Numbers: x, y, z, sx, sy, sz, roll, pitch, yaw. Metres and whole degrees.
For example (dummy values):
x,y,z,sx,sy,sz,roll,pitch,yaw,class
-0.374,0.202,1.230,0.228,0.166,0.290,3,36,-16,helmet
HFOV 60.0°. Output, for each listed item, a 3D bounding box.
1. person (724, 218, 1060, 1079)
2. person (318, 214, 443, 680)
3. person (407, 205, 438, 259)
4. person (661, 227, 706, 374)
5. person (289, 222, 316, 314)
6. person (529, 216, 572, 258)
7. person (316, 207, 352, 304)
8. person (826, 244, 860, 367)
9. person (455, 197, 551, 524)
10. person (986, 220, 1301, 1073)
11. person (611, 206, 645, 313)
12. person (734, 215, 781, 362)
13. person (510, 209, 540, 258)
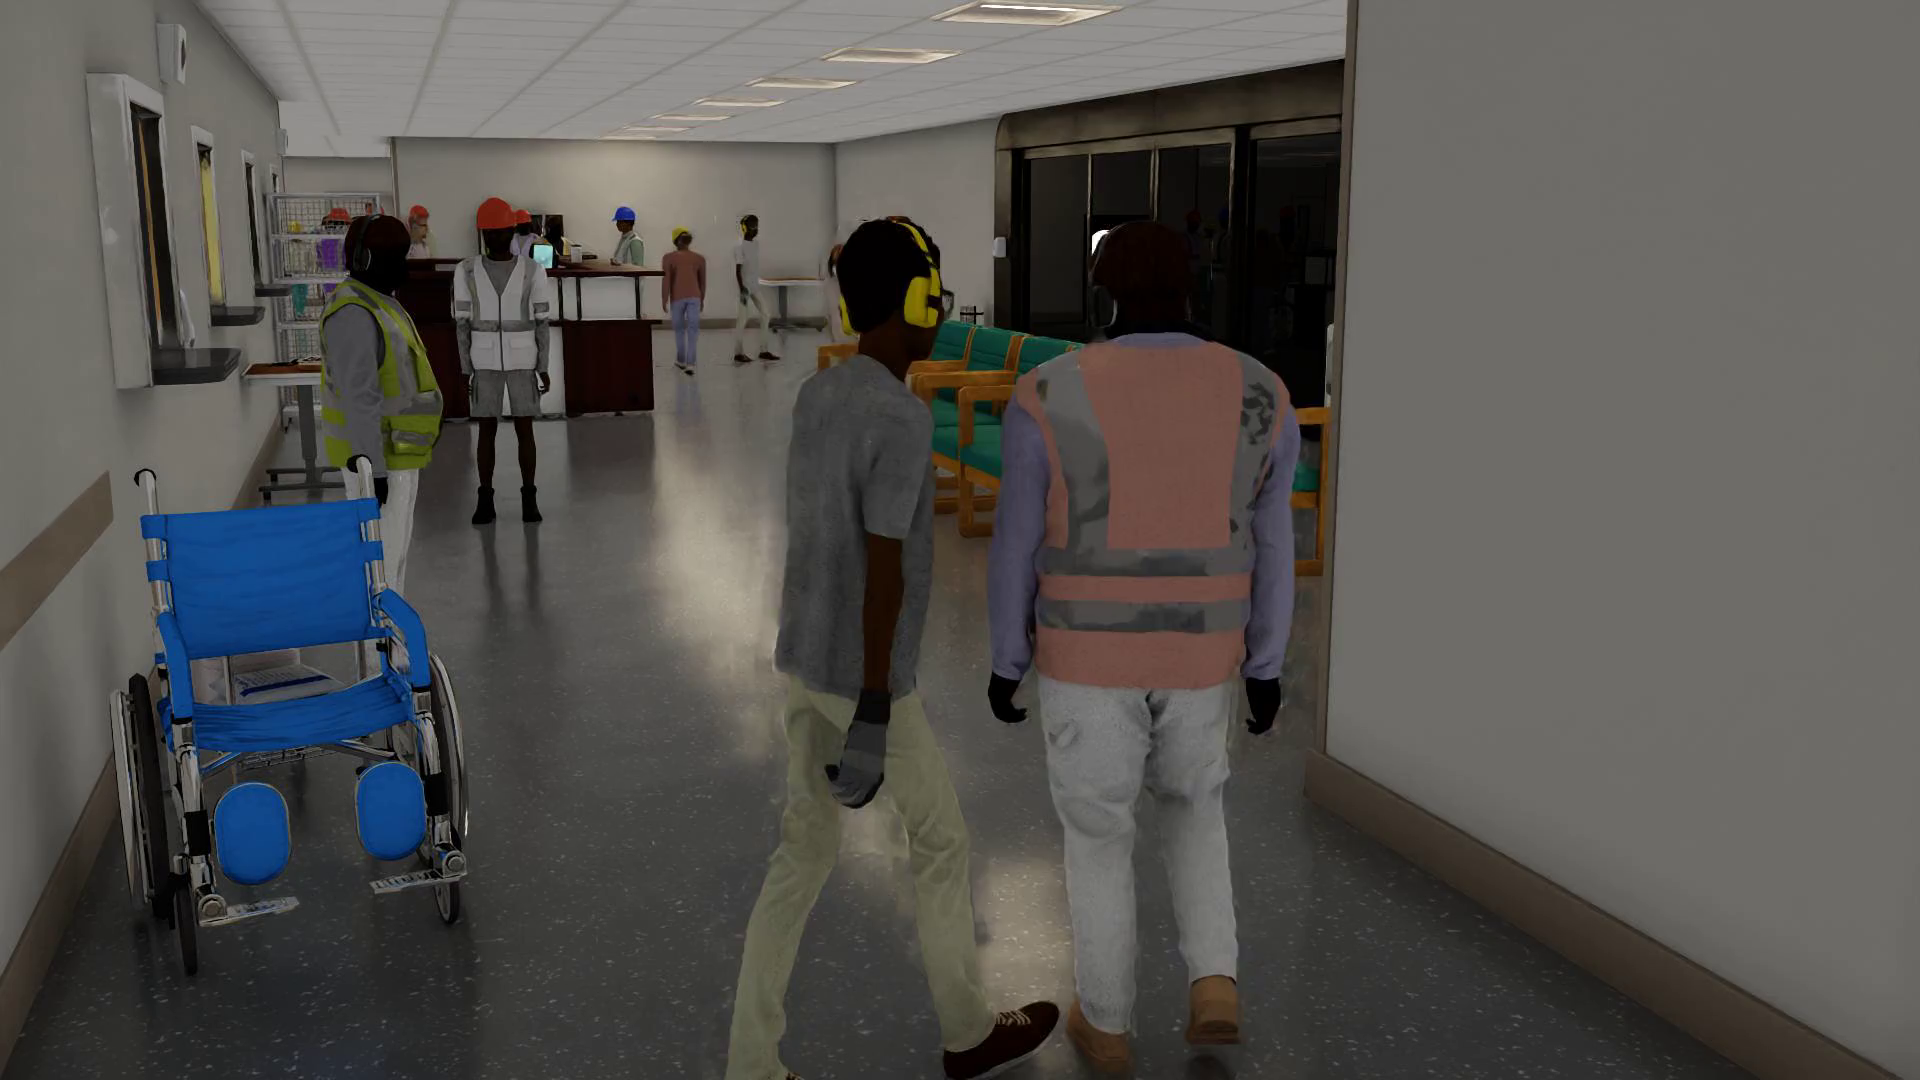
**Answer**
x,y,z,sx,sy,sz,roll,pitch,yaw,class
-0.145,0.278,3.387,0.875,1.815,0.508,-8,14,-36,person
-2.179,-0.304,6.325,0.428,1.838,0.634,-2,11,-10,person
-7.692,-3.799,23.887,0.407,1.987,0.626,-7,13,-33,person
-3.253,-2.819,19.565,0.533,1.697,0.893,-3,11,-14,person
-10.781,-4.328,27.246,0.536,1.724,0.872,-9,14,-39,person
-5.011,-3.084,20.614,0.429,1.835,0.631,9,14,40,person
-7.382,-2.984,19.839,0.547,1.930,0.384,5,12,23,person
-0.855,-1.609,13.606,0.502,1.611,0.512,-10,15,-43,person
-2.725,-1.061,9.955,0.547,1.939,0.376,-2,11,-10,person
0.373,0.251,3.527,0.634,1.823,0.430,-2,11,-12,person
-4.123,-3.166,20.727,0.387,1.948,0.605,-7,13,-31,person
-2.555,-3.129,20.807,0.760,1.840,0.574,6,12,28,person
-6.062,-3.638,23.210,0.549,1.928,0.389,2,11,13,person
